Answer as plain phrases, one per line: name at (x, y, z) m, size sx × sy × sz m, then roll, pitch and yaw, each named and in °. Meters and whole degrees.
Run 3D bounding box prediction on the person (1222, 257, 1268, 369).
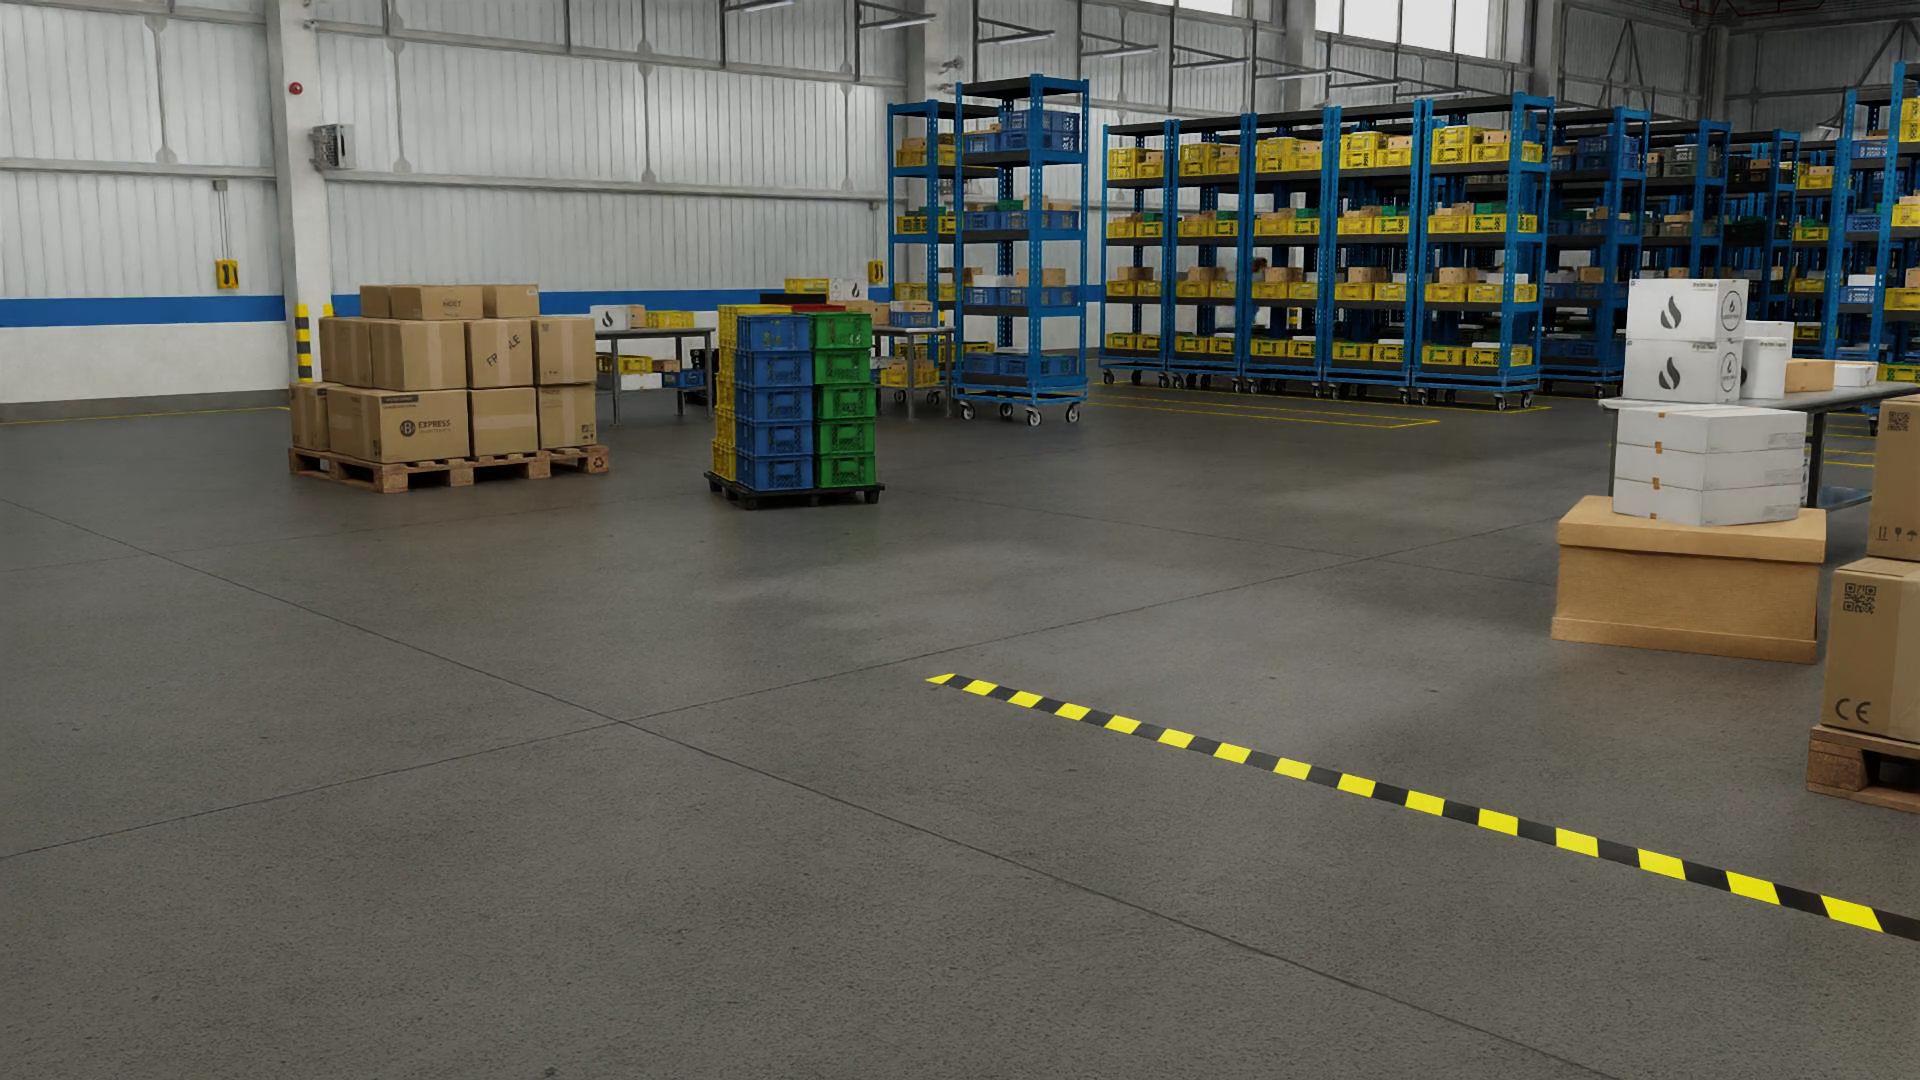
person at (4.446, -3.530, 26.077) m, size 0.748 × 1.803 × 0.633 m, roll 3°, pitch 10°, yaw 17°
